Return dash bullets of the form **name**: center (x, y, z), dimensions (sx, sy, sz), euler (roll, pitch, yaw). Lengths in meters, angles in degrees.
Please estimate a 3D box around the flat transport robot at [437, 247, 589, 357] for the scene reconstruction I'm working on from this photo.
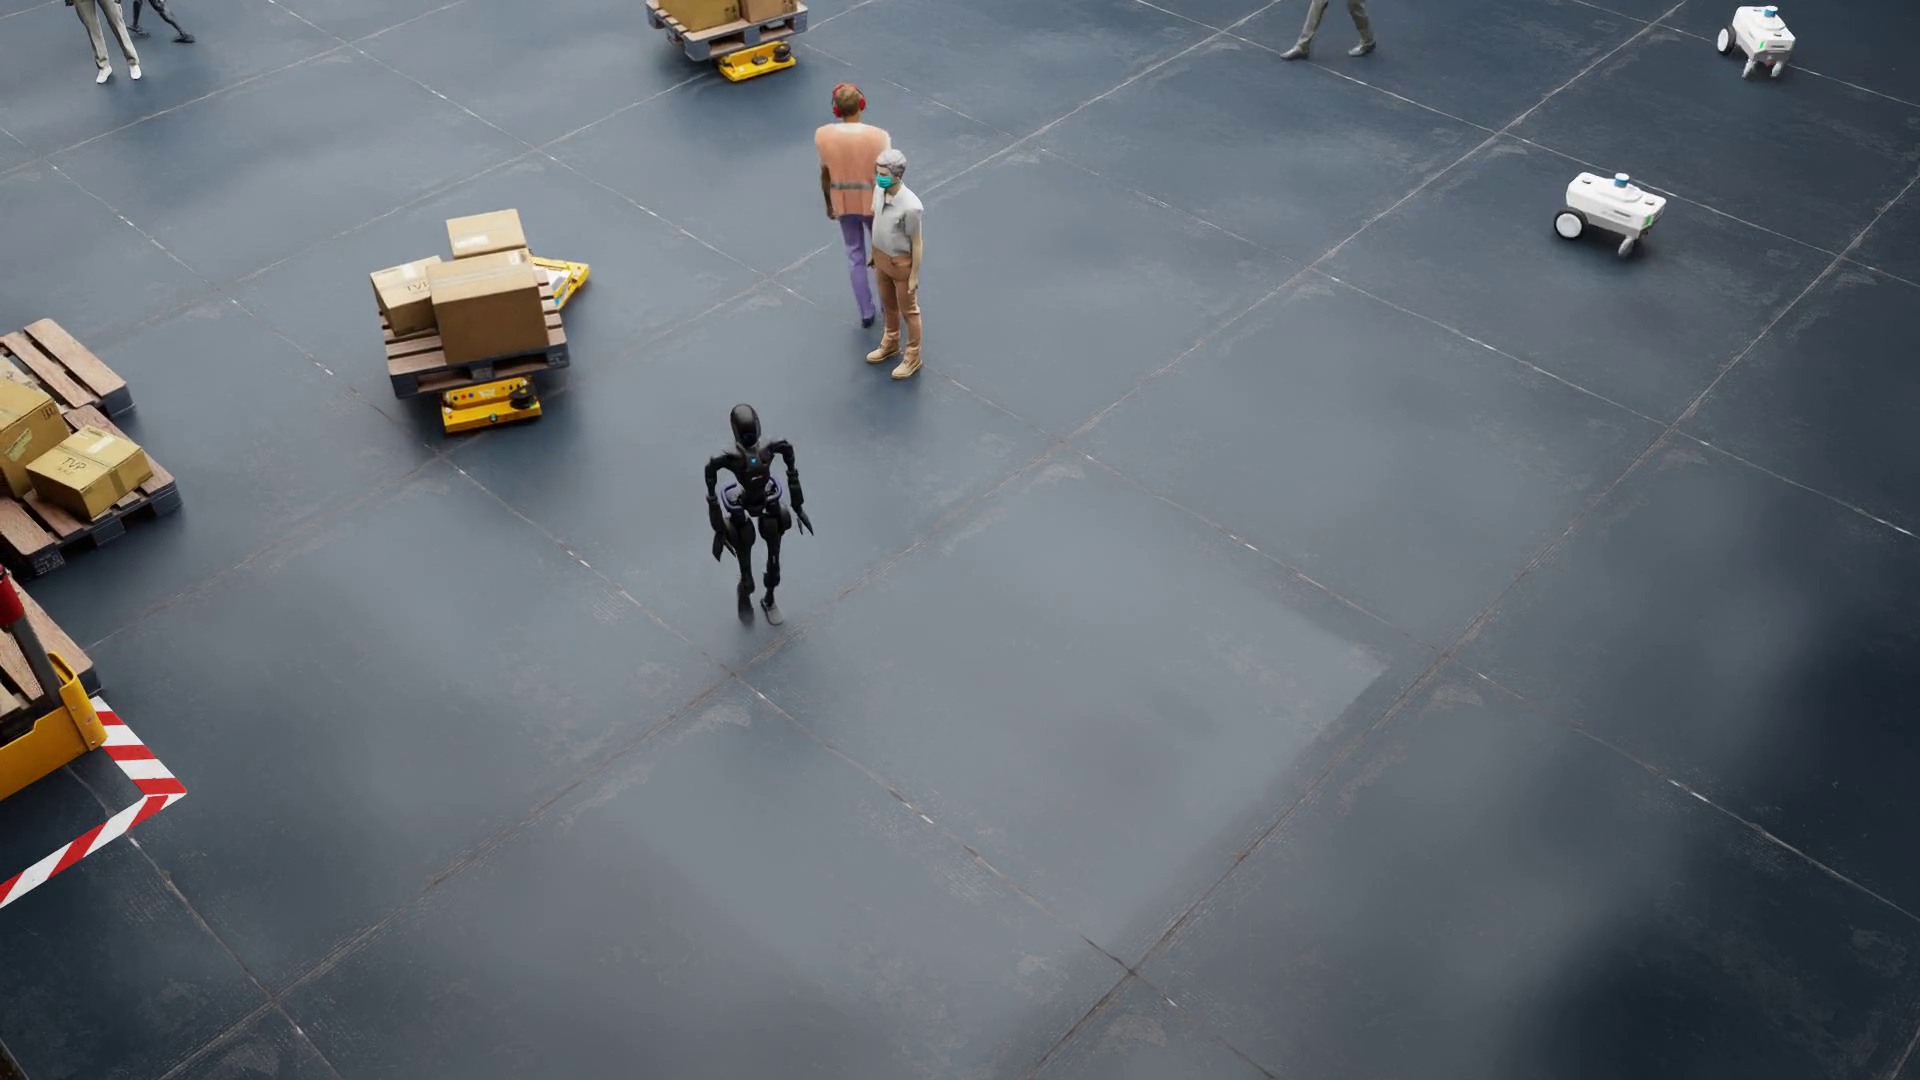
- **flat transport robot**: center (-3.369, -1.728, 12.446), dimensions (0.659, 0.231, 1.431), euler (9, 43, 10)

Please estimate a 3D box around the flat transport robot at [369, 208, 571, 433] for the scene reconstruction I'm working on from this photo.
- **flat transport robot**: center (-3.462, -1.309, 11.981), dimensions (0.659, 0.231, 1.431), euler (-13, 44, -14)

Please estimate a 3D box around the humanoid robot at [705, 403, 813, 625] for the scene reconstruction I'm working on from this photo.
- **humanoid robot**: center (-1.169, -0.143, 9.636), dimensions (0.600, 1.645, 0.357), euler (-16, 44, -17)

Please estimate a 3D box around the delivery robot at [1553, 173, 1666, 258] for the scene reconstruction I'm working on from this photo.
- **delivery robot**: center (5.165, -2.636, 13.252), dimensions (0.778, 0.607, 0.510), euler (28, 49, 28)

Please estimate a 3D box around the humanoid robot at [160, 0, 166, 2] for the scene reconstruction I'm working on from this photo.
- **humanoid robot**: center (-8.042, -5.973, 16.098), dimensions (0.548, 1.751, 1.044), euler (-18, 45, -19)

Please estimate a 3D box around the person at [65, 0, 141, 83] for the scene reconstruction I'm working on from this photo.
- **person**: center (-7.826, -4.943, 14.990), dimensions (0.513, 1.644, 0.307), euler (-8, 43, -9)

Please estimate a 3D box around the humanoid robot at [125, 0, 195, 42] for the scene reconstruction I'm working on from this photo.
- **humanoid robot**: center (-7.769, -5.444, 15.562), dimensions (0.790, 1.614, 0.600), euler (2, 42, 2)

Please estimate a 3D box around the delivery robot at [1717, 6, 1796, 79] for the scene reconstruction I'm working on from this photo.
- **delivery robot**: center (7.475, -4.696, 15.517), dimensions (0.499, 0.576, 0.747), euler (0, 42, 0)

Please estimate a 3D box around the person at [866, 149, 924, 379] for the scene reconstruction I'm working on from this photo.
- **person**: center (-0.456, -1.927, 11.563), dimensions (0.315, 1.746, 0.490), euler (-32, 51, -30)

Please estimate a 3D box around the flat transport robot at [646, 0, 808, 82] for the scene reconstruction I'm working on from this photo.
- **flat transport robot**: center (-2.202, -4.787, 15.846), dimensions (0.659, 0.231, 1.431), euler (-24, 47, -24)

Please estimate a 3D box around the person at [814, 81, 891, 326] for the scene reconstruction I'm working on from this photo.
- **person**: center (-0.744, -2.420, 12.070), dimensions (0.589, 1.804, 0.507), euler (4, 42, 4)

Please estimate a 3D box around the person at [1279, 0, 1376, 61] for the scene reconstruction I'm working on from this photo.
- **person**: center (3.528, -5.260, 15.230), dimensions (0.952, 1.801, 0.583), euler (-14, 44, -15)
